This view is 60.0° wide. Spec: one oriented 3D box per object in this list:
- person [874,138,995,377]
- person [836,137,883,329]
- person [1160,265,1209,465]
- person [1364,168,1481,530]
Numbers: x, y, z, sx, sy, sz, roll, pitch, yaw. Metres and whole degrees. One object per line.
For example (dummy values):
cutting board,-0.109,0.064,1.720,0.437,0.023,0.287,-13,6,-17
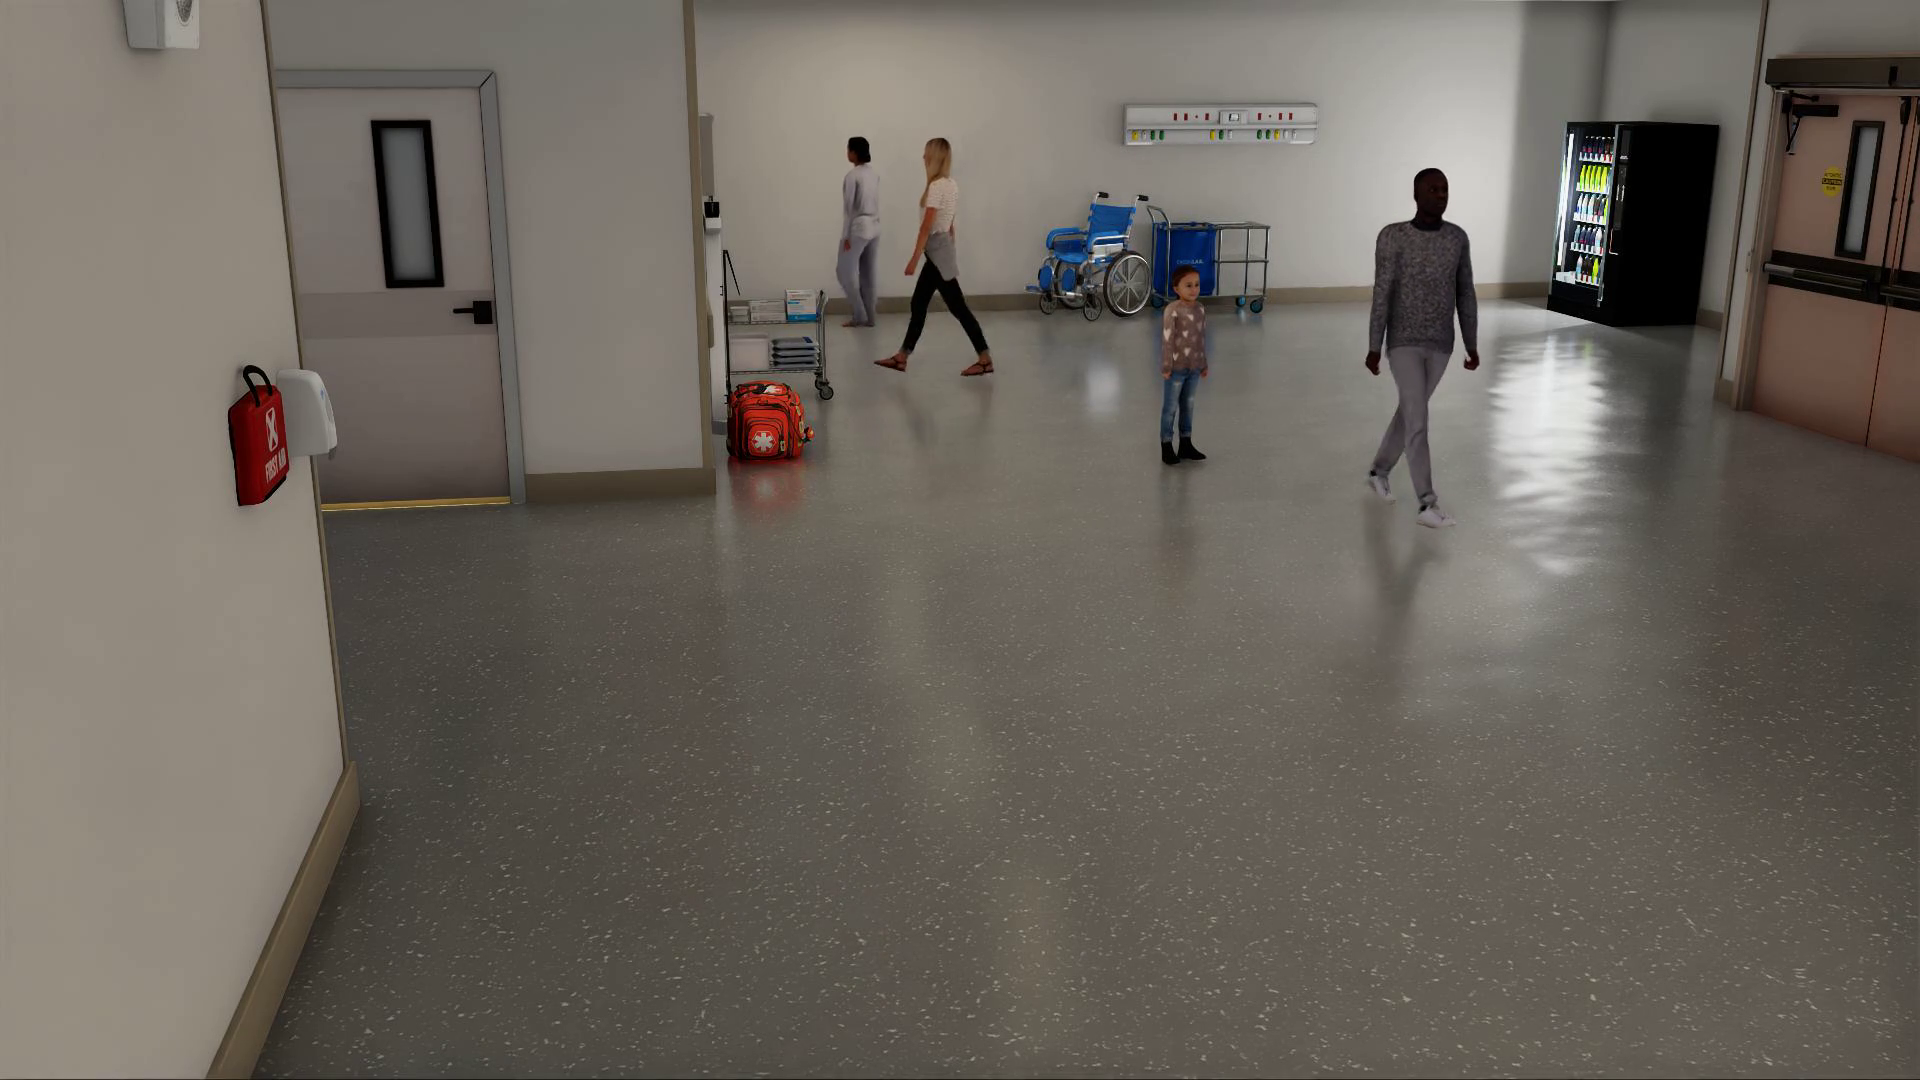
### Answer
person,-0.057,-2.079,12.580,0.898,1.774,1.181,2,16,7
person,-0.860,-2.816,15.275,0.805,1.730,0.756,12,20,36
person,1.347,-1.069,10.066,0.537,1.194,0.549,-8,18,-28
person,2.364,-1.006,8.731,0.797,1.797,1.199,-4,16,-15
